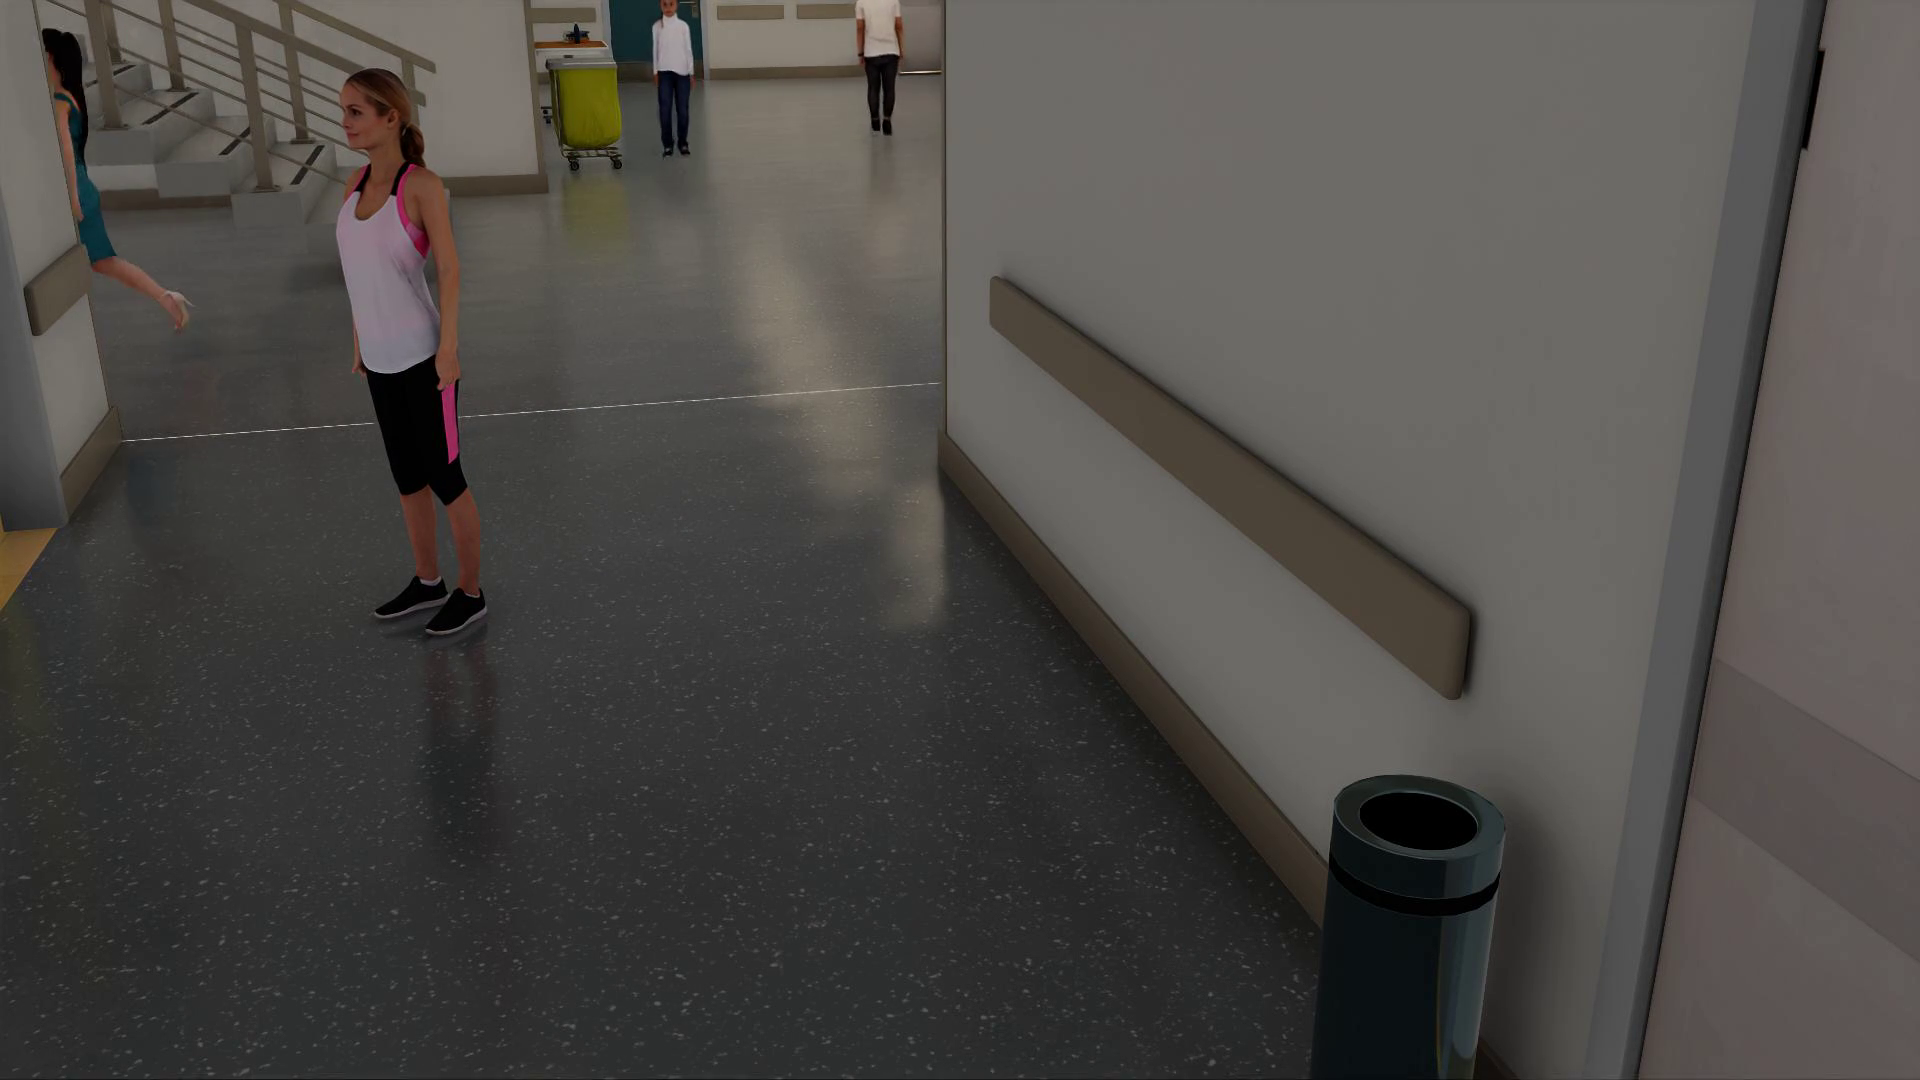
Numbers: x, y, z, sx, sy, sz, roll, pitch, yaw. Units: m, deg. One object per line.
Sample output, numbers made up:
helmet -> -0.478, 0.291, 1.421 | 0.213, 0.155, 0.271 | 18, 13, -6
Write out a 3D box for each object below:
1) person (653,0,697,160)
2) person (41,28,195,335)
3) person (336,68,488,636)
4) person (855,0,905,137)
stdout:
person -> -2.703, -4.401, 15.742 | 0.739, 1.534, 0.630 | -6, 21, -15
person -> -4.430, -1.717, 8.475 | 1.011, 1.662, 0.625 | -8, 22, -20
person -> -1.741, -0.576, 5.287 | 0.683, 1.787, 0.733 | 13, 24, 30
person -> -0.802, -4.982, 17.018 | 1.101, 1.685, 0.887 | 0, 21, -1
